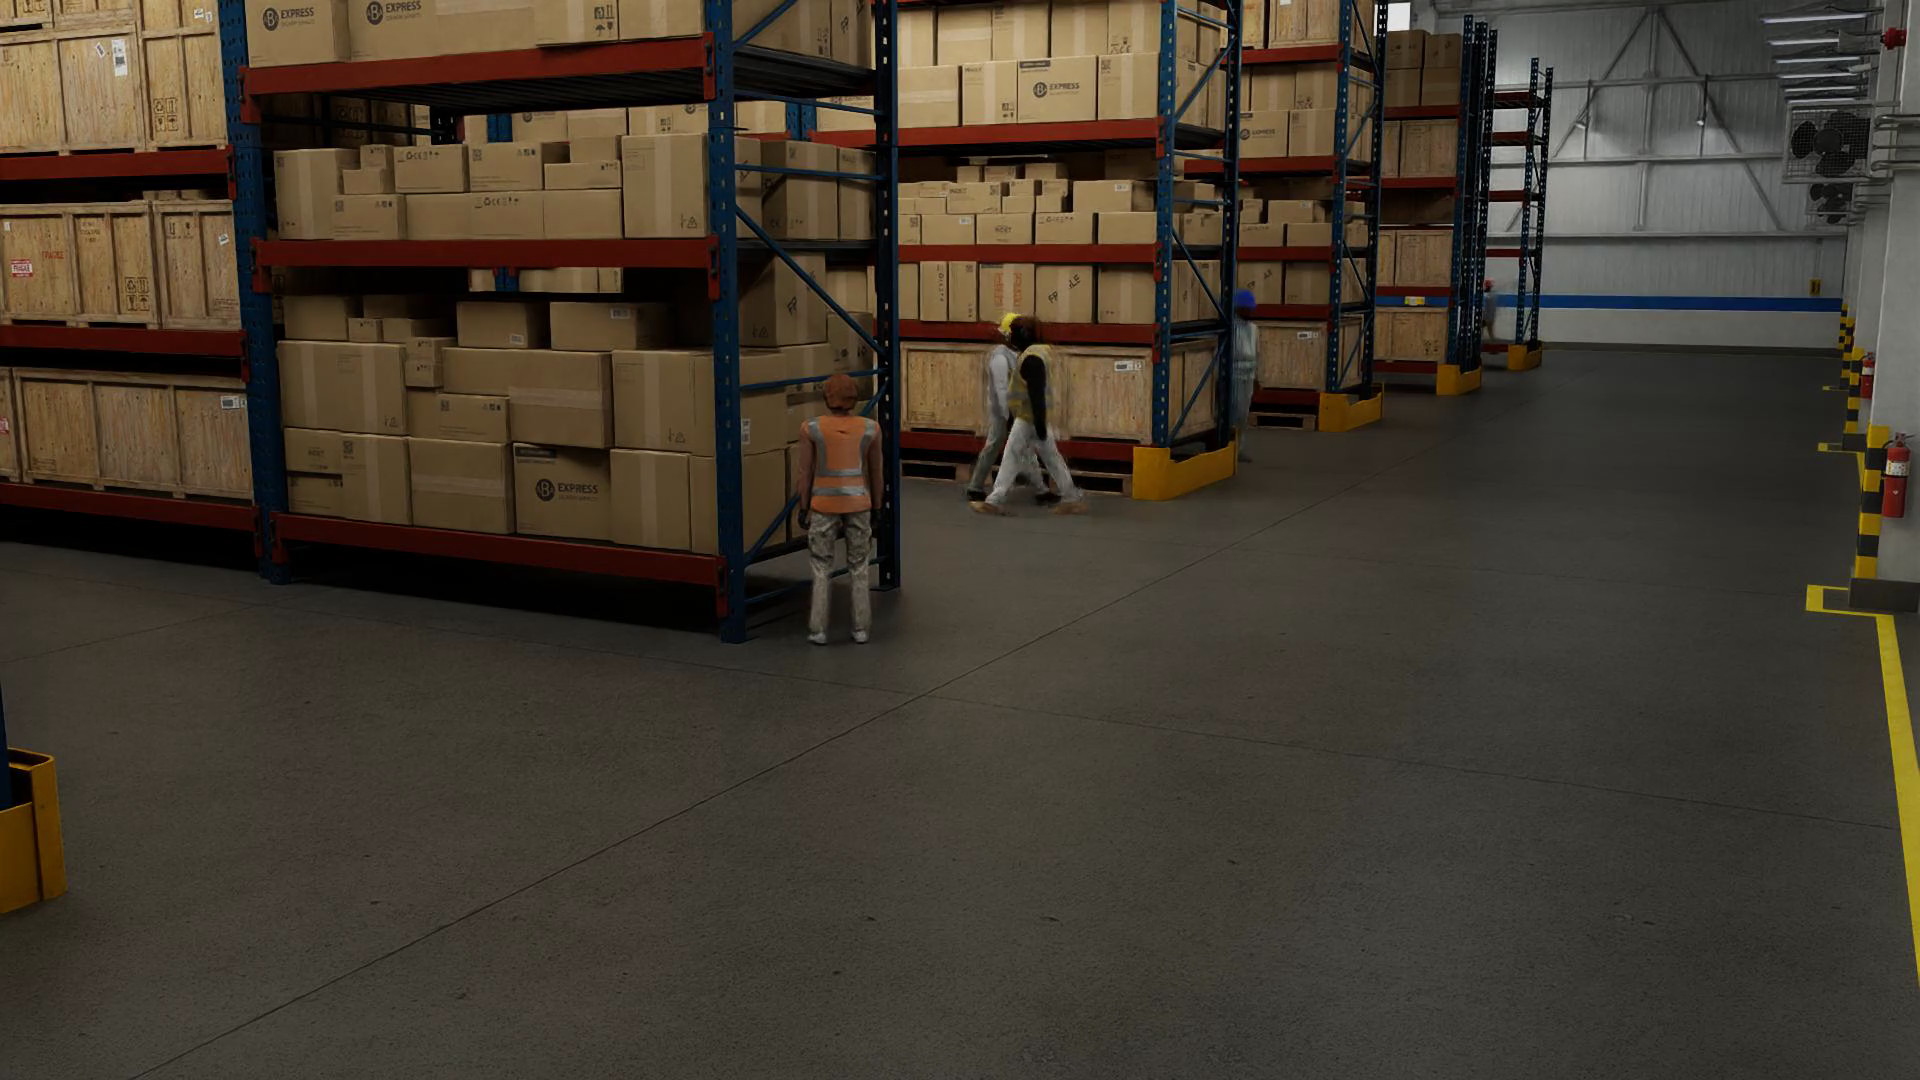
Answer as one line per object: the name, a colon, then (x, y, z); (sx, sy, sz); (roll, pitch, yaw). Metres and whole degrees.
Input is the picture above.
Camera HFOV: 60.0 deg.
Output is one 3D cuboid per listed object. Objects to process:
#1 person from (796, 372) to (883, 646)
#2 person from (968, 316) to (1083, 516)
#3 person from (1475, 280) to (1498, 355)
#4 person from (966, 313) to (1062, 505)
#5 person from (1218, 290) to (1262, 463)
person: (-0.709, -0.176, 9.883); (0.524, 1.632, 0.314); (-2, 10, -13)
person: (0.629, -1.088, 14.746); (1.006, 1.788, 0.616); (2, 10, 9)
person: (11.987, -5.078, 38.038); (0.582, 1.698, 0.910); (-8, 13, -40)
person: (0.468, -1.193, 15.344); (0.949, 1.781, 0.613); (4, 11, 24)
person: (3.127, -1.809, 18.489); (0.625, 1.921, 0.436); (-9, 14, -44)
